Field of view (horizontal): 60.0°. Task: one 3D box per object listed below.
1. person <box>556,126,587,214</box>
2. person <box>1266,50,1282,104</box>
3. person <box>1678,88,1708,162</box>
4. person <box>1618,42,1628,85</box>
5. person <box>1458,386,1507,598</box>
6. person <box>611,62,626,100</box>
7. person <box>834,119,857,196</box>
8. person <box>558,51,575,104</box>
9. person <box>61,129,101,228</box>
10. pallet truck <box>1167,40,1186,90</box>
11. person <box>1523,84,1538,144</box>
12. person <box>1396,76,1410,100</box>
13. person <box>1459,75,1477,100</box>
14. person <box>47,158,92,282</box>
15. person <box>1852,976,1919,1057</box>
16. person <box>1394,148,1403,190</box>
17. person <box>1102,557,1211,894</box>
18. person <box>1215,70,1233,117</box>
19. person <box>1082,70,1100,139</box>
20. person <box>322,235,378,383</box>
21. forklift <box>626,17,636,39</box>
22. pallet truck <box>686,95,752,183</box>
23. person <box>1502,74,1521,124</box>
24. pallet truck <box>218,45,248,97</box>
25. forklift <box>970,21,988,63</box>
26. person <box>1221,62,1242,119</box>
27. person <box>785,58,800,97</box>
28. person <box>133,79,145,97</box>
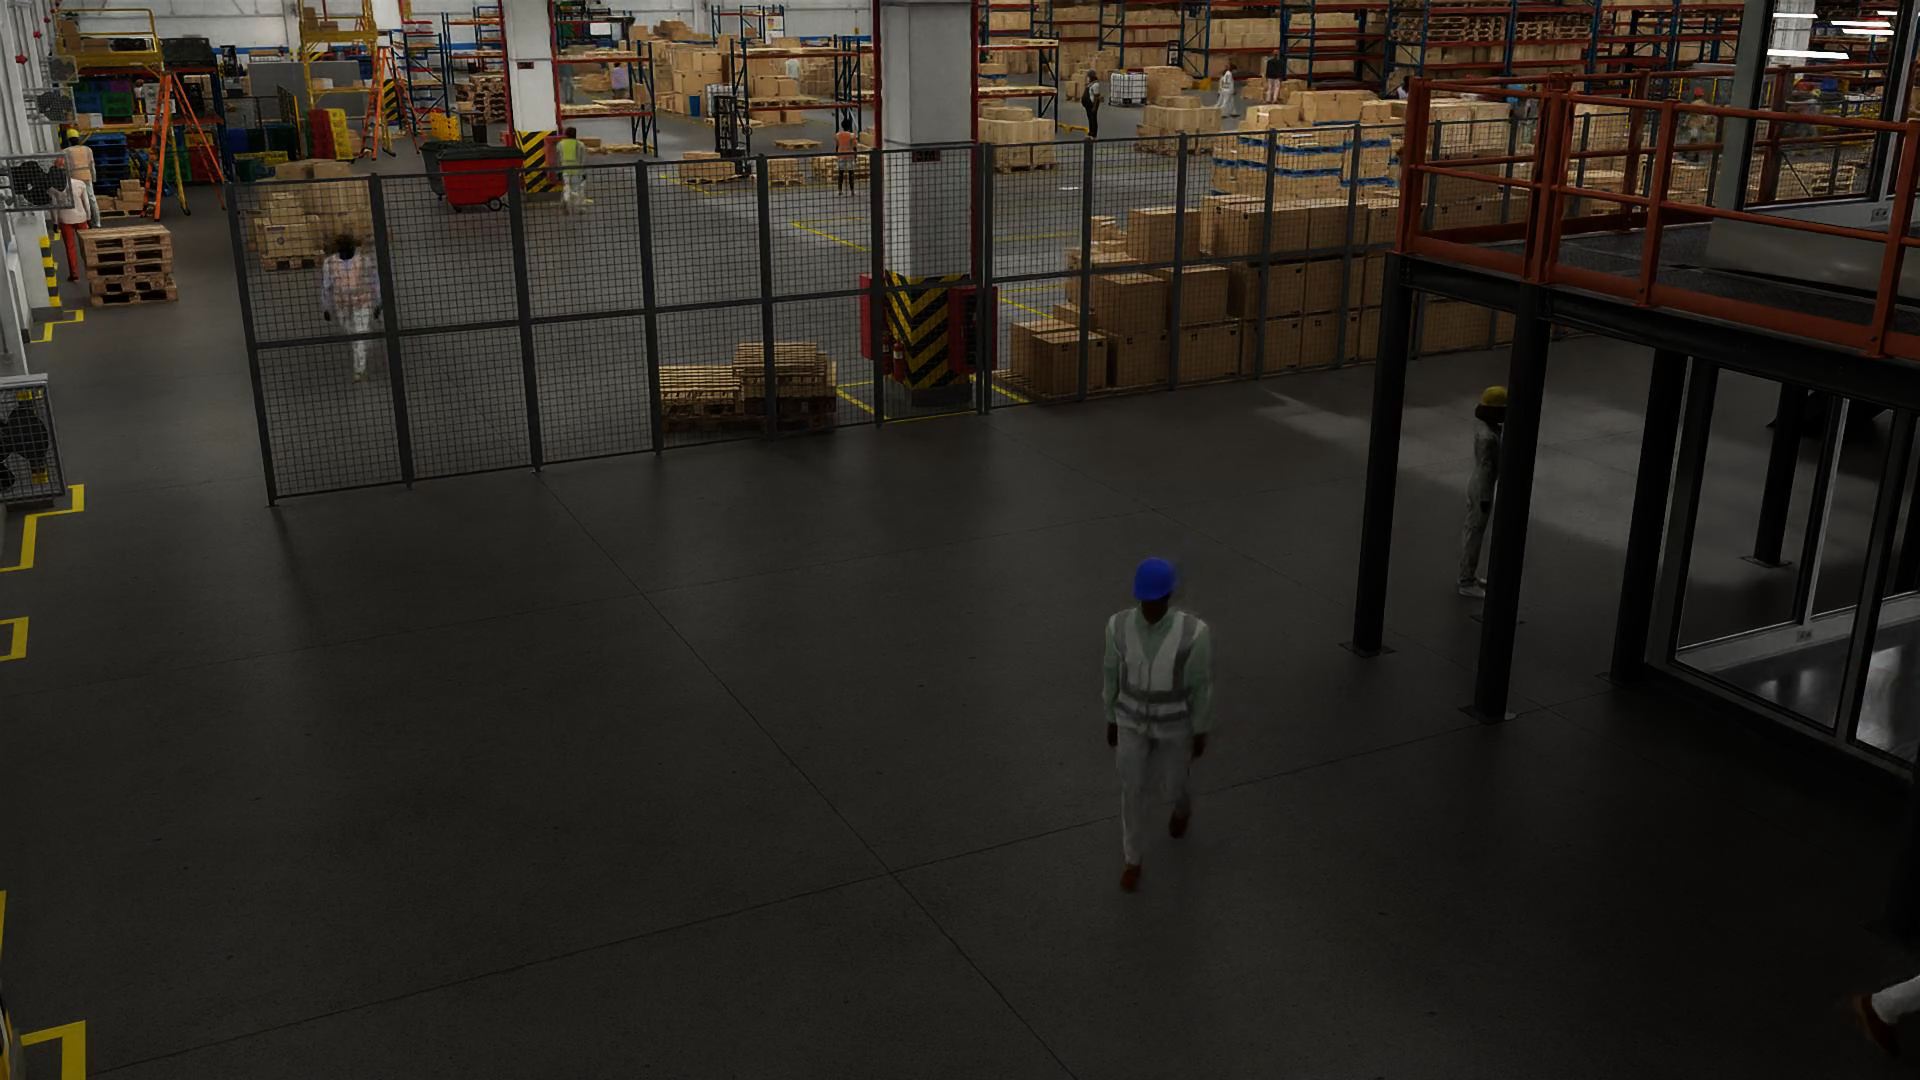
[{"bbox_3d":[-8.028,-7.639,34.416,0.633,1.817,0.751,2,19,7],"label":"person"},{"bbox_3d":[11.757,-17.332,62.278,0.622,1.980,0.486,6,20,16],"label":"person"},{"bbox_3d":[19.427,-11.018,44.102,0.572,1.884,0.972,-5,20,-14],"label":"person"},{"bbox_3d":[28.793,-20.591,71.929,0.429,1.843,0.628,-14,24,-36],"label":"person"},{"bbox_3d":[4.282,-0.402,13.554,0.295,1.744,0.484,5,20,15],"label":"person"},{"bbox_3d":[-11.930,-15.834,58.029,0.424,1.908,0.627,15,24,36],"label":"person"},{"bbox_3d":[-2.563,-8.609,37.429,0.533,1.690,0.321,5,20,13],"label":"person"},{"bbox_3d":[-14.718,-17.339,62.382,0.665,1.915,0.645,-14,23,-34],"label":"person"},{"bbox_3d":[-17.235,-7.059,32.589,0.392,1.916,0.588,15,24,38],"label":"person"},{"bbox_3d":[9.045,-19.971,69.895,0.823,1.965,1.885,-3,19,-8],"label":"pallet truck"},{"bbox_3d":[15.672,-11.591,45.803,0.312,1.866,0.538,18,26,41],"label":"person"},{"bbox_3d":[13.163,-12.760,49.154,0.595,1.899,0.754,4,19,12],"label":"person"},{"bbox_3d":[15.022,-12.844,49.408,0.569,1.879,1.010,-8,21,-22],"label":"person"},{"bbox_3d":[-14.485,-5.215,27.124,0.608,1.995,0.377,-18,26,-41],"label":"person"},{"bbox_3d":[4.642,1.648,7.463,0.582,1.852,0.917,-11,22,-30],"label":"person"},{"bbox_3d":[8.055,-6.193,30.213,0.933,1.839,0.514,13,23,34],"label":"person"},{"bbox_3d":[1.106,0.971,9.293,0.607,1.932,0.686,6,20,18],"label":"person"},{"bbox_3d":[9.015,-15.294,56.959,0.892,1.590,0.520,-4,19,-10],"label":"person"},{"bbox_3d":[3.877,-12.931,49.423,0.536,2.000,0.688,-3,19,-8],"label":"person"},{"bbox_3d":[-7.620,-2.929,20.810,0.644,1.796,0.971,-2,19,-5],"label":"person"},{"bbox_3d":[-14.417,-21.531,73.084,1.873,2.768,1.129,-4,19,-11],"label":"forklift"},{"bbox_3d":[-5.836,-9.608,39.856,0.823,1.965,1.885,10,22,27],"label":"pallet truck"},{"bbox_3d":[17.510,-13.986,53.005,0.554,1.677,0.643,-5,20,-15],"label":"person"},{"bbox_3d":[-28.879,-18.665,66.111,0.823,1.965,1.885,-3,19,-9],"label":"pallet truck"},{"bbox_3d":[0.629,-19.506,67.214,1.129,2.768,1.873,-9,21,-25],"label":"forklift"},{"bbox_3d":[9.177,-15.209,56.320,0.836,1.848,0.596,1,19,3],"label":"person"},{"bbox_3d":[-6.231,-17.168,61.859,0.635,1.937,0.353,-18,26,-42],"label":"person"},{"bbox_3d":[-25.285,-13.411,51.436,0.525,1.632,0.320,7,20,19],"label":"person"}]
